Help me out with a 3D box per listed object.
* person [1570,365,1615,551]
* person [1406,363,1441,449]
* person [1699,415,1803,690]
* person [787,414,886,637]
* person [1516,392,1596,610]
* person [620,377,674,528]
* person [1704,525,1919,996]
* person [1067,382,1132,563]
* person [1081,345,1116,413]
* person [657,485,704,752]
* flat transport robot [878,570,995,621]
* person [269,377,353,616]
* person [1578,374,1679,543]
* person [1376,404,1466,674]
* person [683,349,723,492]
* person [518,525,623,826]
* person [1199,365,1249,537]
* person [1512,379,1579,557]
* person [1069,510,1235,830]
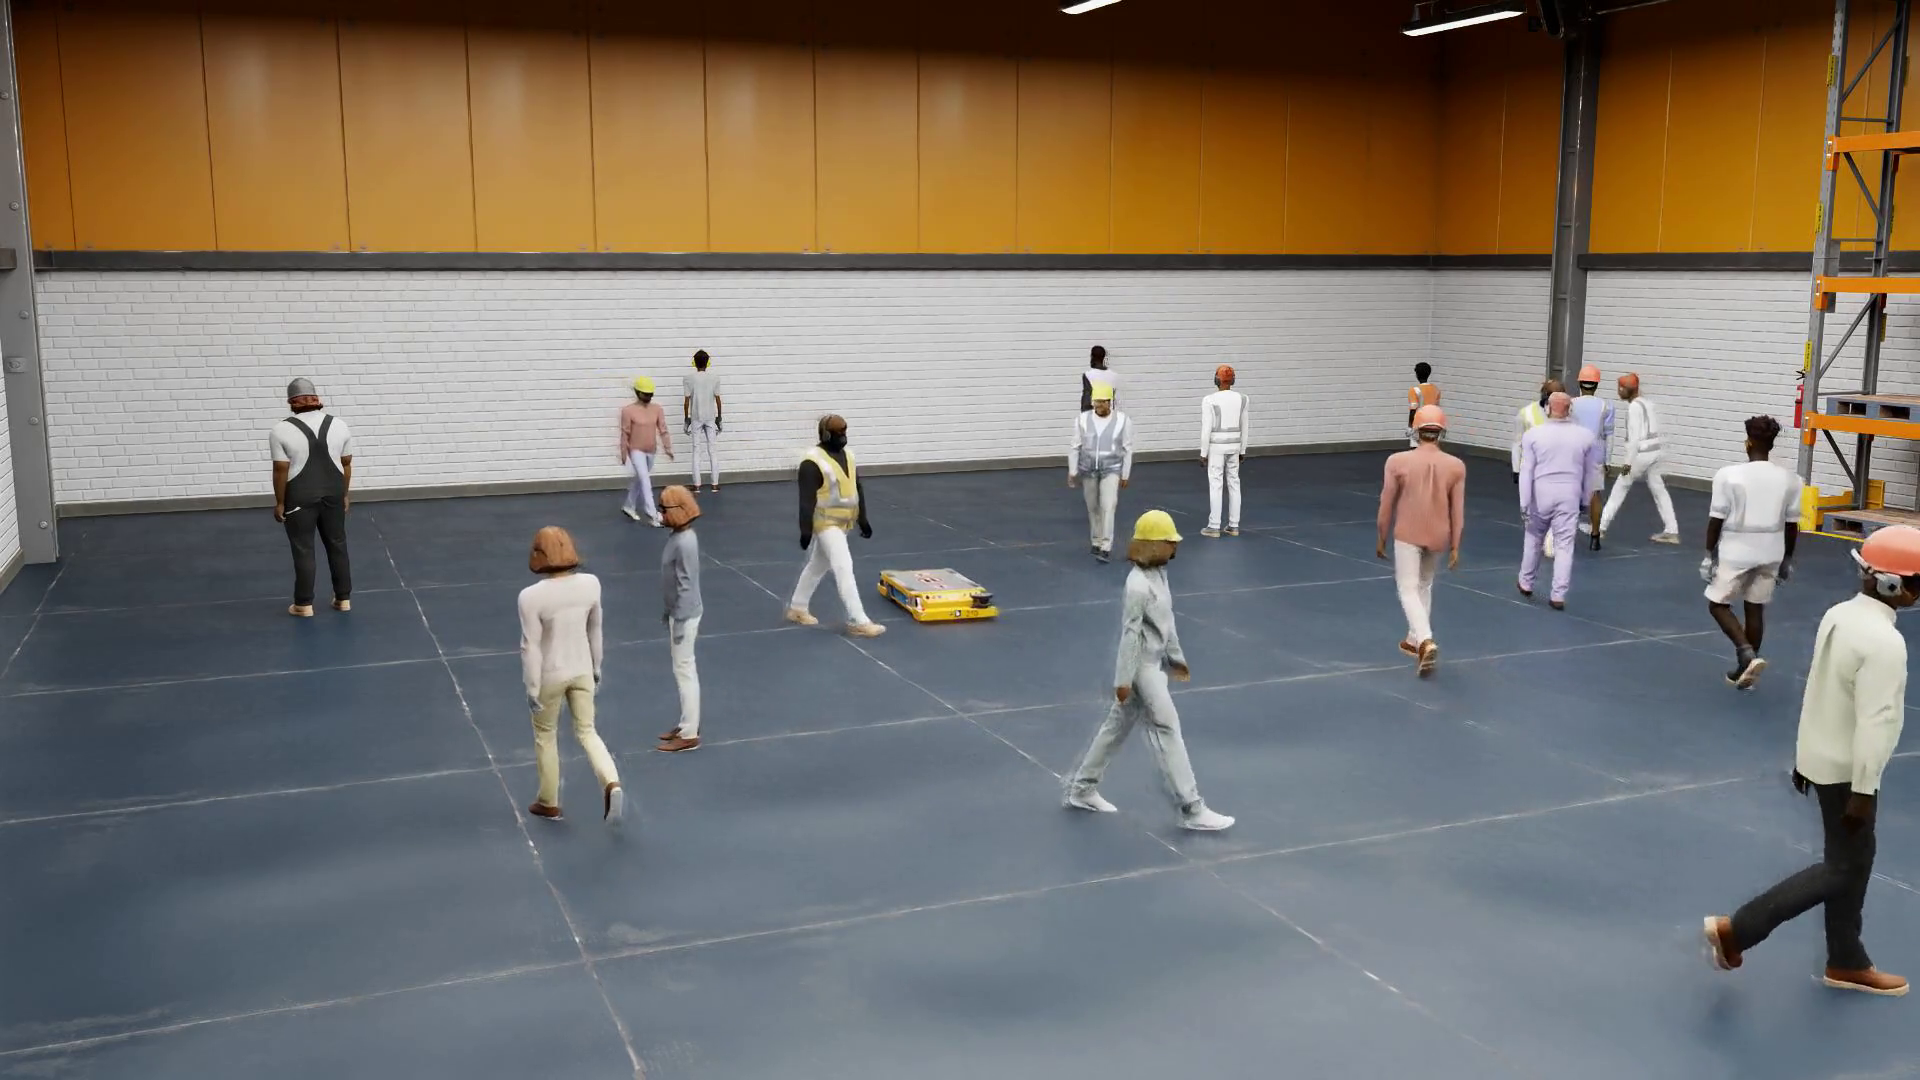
[{"bbox_3d":[6.505,-0.855,17.334,0.548,1.937,0.379,2,10,14],"label":"person"},{"bbox_3d":[6.098,-1.491,21.923,0.535,1.694,0.321,-5,11,-29],"label":"person"},{"bbox_3d":[5.454,0.108,11.463,0.637,1.947,0.584,0,9,-1],"label":"person"},{"bbox_3d":[-1.050,-0.136,13.471,1.008,1.788,0.618,4,10,25],"label":"person"},{"bbox_3d":[5.196,-0.369,14.608,0.664,1.856,0.975,1,9,5],"label":"person"},{"bbox_3d":[-3.655,-1.025,19.057,0.532,1.708,0.930,-9,13,-43],"label":"person"},{"bbox_3d":[3.449,0.895,6.660,0.759,1.962,0.656,2,10,11],"label":"person"},{"bbox_3d":[1.383,-0.673,16.663,0.609,1.797,0.863,3,10,17],"label":"person"},{"bbox_3d":[1.840,-1.646,22.230,0.629,1.903,0.470,-9,13,-44],"label":"person"},{"bbox_3d":[-1.732,0.476,10.202,0.311,1.635,0.500,-2,10,-14],"label":"person"},{"bbox_3d":[-0.226,0.455,14.434,0.652,0.197,1.431,-3,10,-17],"label":"flat transport robot"},{"bbox_3d":[-5.532,-0.379,14.141,0.680,2.000,0.536,-9,13,-42],"label":"person"},{"bbox_3d":[7.240,-0.875,17.882,1.079,1.795,0.589,7,12,37],"label":"person"},{"bbox_3d":[3.417,-0.021,12.245,0.603,1.955,0.950,-1,9,-6],"label":"person"},{"bbox_3d":[-3.369,-1.555,21.783,0.514,1.872,0.328,-2,10,-14],"label":"person"},{"bbox_3d":[-2.060,0.724,8.738,0.507,1.614,0.679,-8,13,-42],"label":"person"},{"bbox_3d":[2.882,-0.972,18.212,0.582,1.882,0.351,-4,10,-22],"label":"person"},{"bbox_3d":[5.940,-0.719,16.880,0.661,1.814,0.601,2,10,11],"label":"person"},{"bbox_3d":[0.992,0.675,8.809,0.917,1.695,0.493,2,10,15],"label":"person"}]
